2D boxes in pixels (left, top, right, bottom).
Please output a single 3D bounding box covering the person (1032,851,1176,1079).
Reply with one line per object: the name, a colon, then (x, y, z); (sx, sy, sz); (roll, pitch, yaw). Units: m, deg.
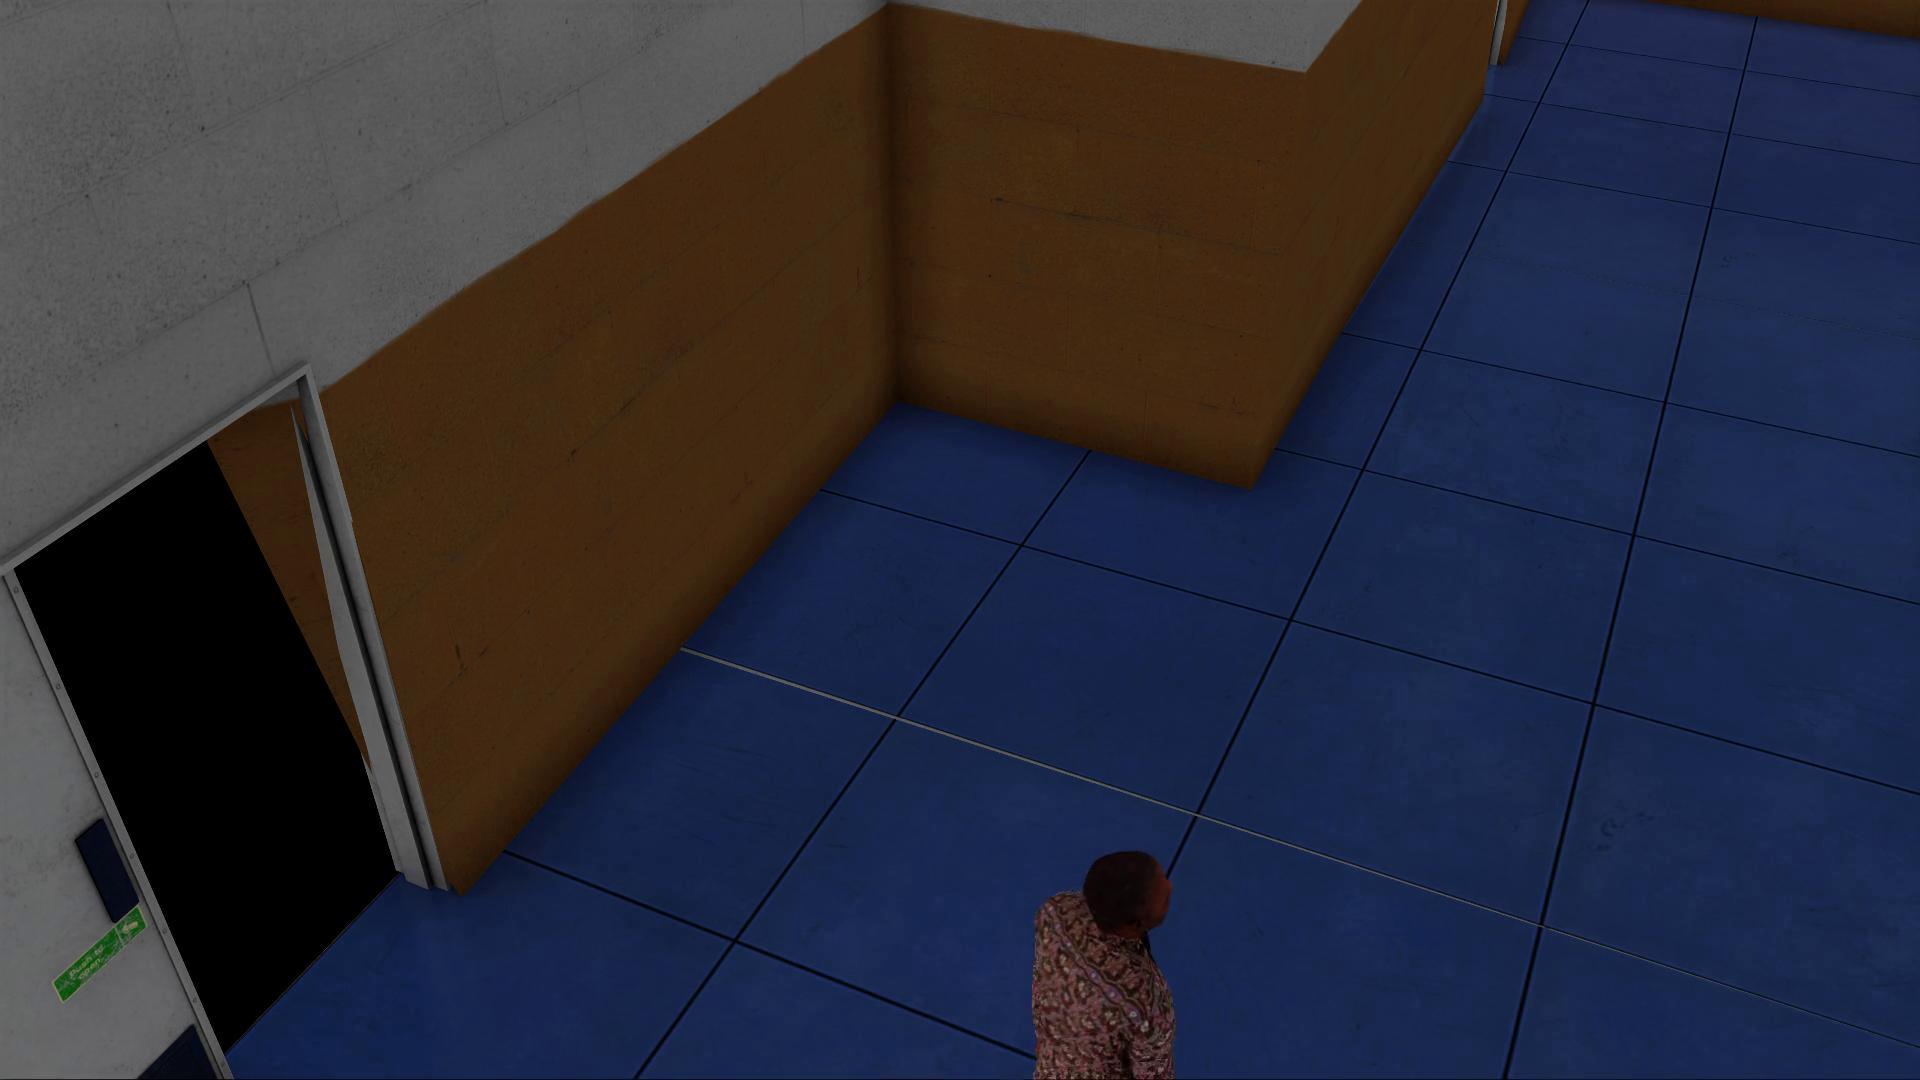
person: (0.309, 1.541, 4.512); (0.930, 1.790, 0.866); (-16, 40, -20)
